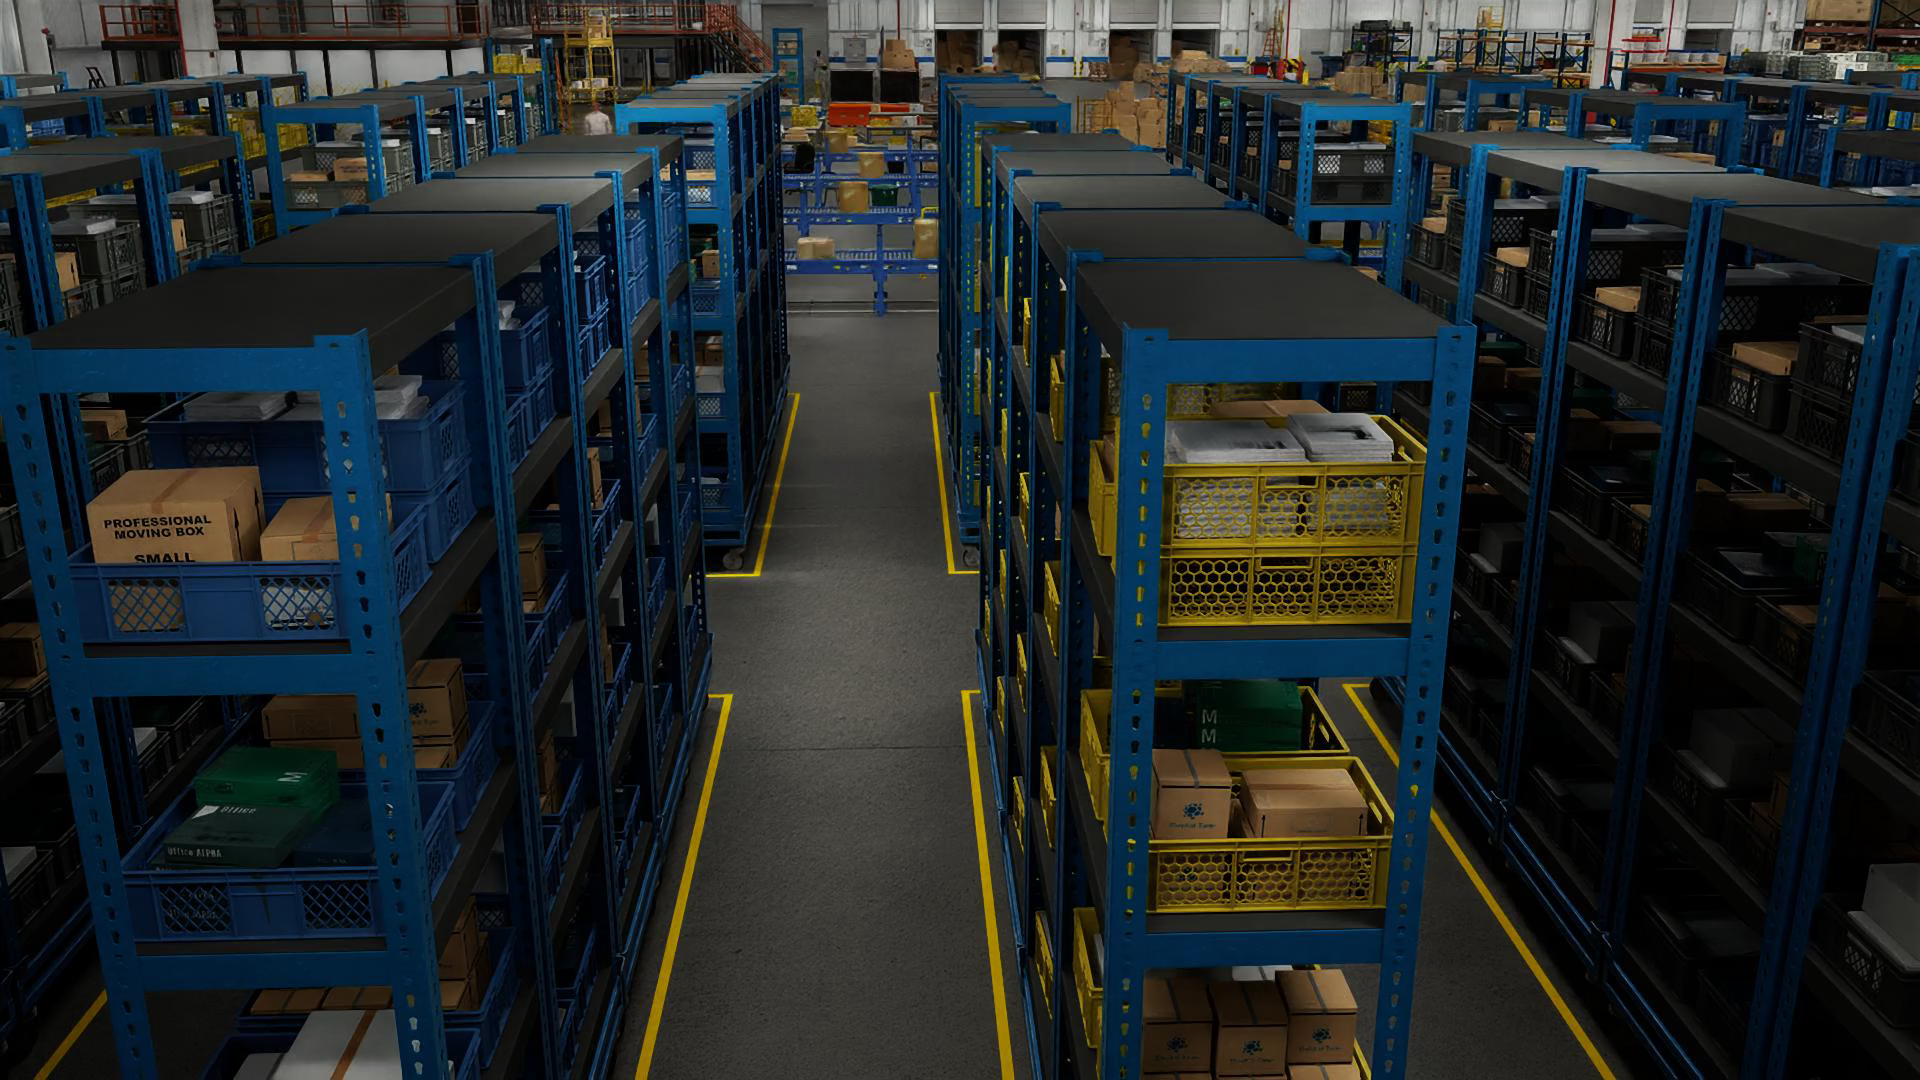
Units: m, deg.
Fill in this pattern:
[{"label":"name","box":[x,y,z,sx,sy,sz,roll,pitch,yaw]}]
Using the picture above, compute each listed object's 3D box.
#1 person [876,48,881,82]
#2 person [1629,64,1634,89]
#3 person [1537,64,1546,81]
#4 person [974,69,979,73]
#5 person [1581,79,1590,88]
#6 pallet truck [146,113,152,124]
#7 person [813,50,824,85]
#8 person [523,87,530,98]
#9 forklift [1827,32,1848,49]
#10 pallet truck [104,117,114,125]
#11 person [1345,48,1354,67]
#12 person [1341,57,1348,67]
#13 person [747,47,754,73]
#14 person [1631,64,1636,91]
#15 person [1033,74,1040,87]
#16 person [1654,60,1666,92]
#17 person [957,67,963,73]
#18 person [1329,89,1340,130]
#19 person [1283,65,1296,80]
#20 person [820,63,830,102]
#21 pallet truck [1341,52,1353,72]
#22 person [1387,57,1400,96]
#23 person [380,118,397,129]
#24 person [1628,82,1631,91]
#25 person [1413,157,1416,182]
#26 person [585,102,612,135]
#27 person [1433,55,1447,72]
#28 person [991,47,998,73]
[{"label":"person","box":[-4.437,-26.685,93.449,0.566,1.890,0.709,16,24,40]},{"label":"person","box":[29.663,-20.420,73.962,0.633,1.939,0.368,-3,18,-10]},{"label":"person","box":[24.179,-18.871,69.303,0.525,1.859,0.317,-9,20,-26]},{"label":"person","box":[0.635,-17.043,63.635,0.590,1.875,1.002,-12,22,-34]},{"label":"person","box":[20.916,-14.357,55.324,0.969,1.872,0.632,-7,19,-21]},{"label":"pallet truck","box":[-18.087,-8.309,36.390,1.885,1.965,0.823,-1,18,-4]},{"label":"person","box":[-7.680,-25.708,90.505,0.624,1.835,0.431,-10,21,-29]},{"label":"person","box":[-15.931,-16.263,61.298,0.777,1.816,0.517,-13,22,-34]},{"label":"forklift","box":[46.023,-25.321,87.619,1.129,2.768,1.873,-1,18,-2]},{"label":"pallet truck","box":[-18.367,-7.885,35.078,1.885,1.965,0.823,1,18,2]},{"label":"person","box":[21.347,-26.043,91.384,0.594,1.922,0.386,9,20,25]},{"label":"person","box":[19.472,-23.627,84.283,0.423,1.684,0.552,-10,20,-28]},{"label":"person","box":[-11.847,-26.637,93.236,0.815,1.921,0.613,-1,18,-2]},{"label":"person","box":[32.590,-22.612,80.781,0.614,1.914,0.600,1,18,3]},{"label":"person","box":[2.807,-16.368,61.702,0.383,1.754,0.543,2,18,6]},{"label":"person","box":[29.976,-19.488,70.914,0.679,2.000,1.085,1,18,2]},{"label":"person","box":[-0.049,-17.003,63.355,0.380,1.959,0.603,-3,18,-9]},{"label":"person","box":[12.255,-13.902,54.318,0.507,1.605,0.714,-1,18,-3]},{"label":"person","box":[13.515,-18.472,68.070,0.602,1.867,1.013,-5,19,-14]},{"label":"person","box":[-6.142,-20.775,75.416,0.493,1.711,0.810,-9,20,-25]},{"label":"pallet truck","box":[18.794,-23.123,82.231,0.823,1.965,1.885,-13,22,-35]},{"label":"person","box":[20.640,-22.096,79.343,0.463,1.851,0.639,-11,21,-31]},{"label":"person","box":[-13.038,-8.685,37.612,0.637,1.982,1.058,11,21,30]},{"label":"person","box":[23.895,-15.576,59.463,0.534,1.628,0.514,10,20,28]},{"label":"person","box":[11.231,-9.487,40.335,0.597,1.813,0.558,0,18,-1]},{"label":"person","box":[-9.272,-10.271,42.663,0.646,1.874,0.880,3,18,8]},{"label":"person","box":[23.098,-22.405,80.173,0.654,1.902,0.864,6,19,18]},{"label":"person","box":[1.781,-26.275,92.033,0.903,1.960,0.660,4,18,13]}]
